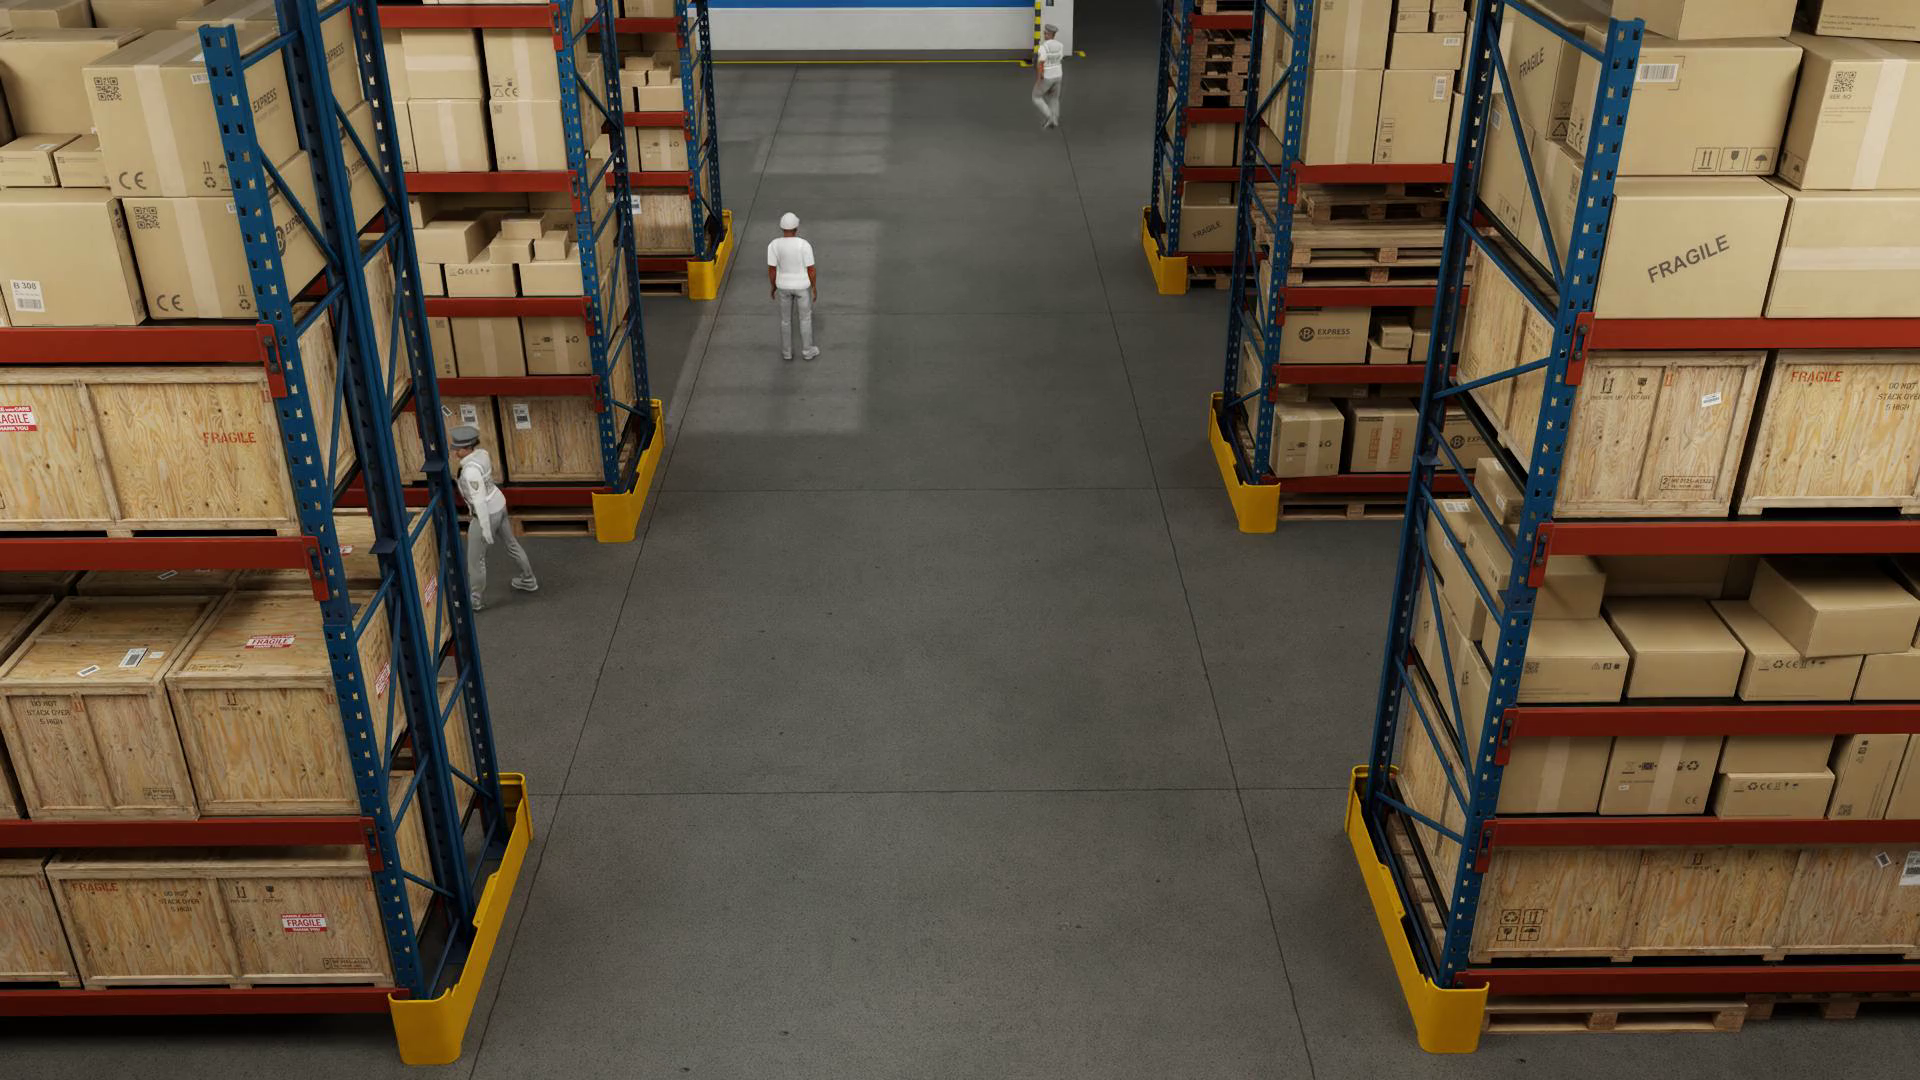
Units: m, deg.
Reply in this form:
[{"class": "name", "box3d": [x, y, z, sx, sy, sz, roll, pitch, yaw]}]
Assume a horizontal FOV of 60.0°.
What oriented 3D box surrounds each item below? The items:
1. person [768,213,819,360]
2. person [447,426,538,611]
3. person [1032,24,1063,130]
[{"class": "person", "box3d": [-1.944, -2.966, 19.423, 0.556, 1.770, 0.395, 3, 28, 5]}, {"class": "person", "box3d": [-4.130, -0.218, 14.421, 0.689, 1.630, 0.692, 1, 28, 2]}, {"class": "person", "box3d": [1.556, -7.976, 28.711, 0.545, 1.772, 0.511, -19, 34, -32]}]
